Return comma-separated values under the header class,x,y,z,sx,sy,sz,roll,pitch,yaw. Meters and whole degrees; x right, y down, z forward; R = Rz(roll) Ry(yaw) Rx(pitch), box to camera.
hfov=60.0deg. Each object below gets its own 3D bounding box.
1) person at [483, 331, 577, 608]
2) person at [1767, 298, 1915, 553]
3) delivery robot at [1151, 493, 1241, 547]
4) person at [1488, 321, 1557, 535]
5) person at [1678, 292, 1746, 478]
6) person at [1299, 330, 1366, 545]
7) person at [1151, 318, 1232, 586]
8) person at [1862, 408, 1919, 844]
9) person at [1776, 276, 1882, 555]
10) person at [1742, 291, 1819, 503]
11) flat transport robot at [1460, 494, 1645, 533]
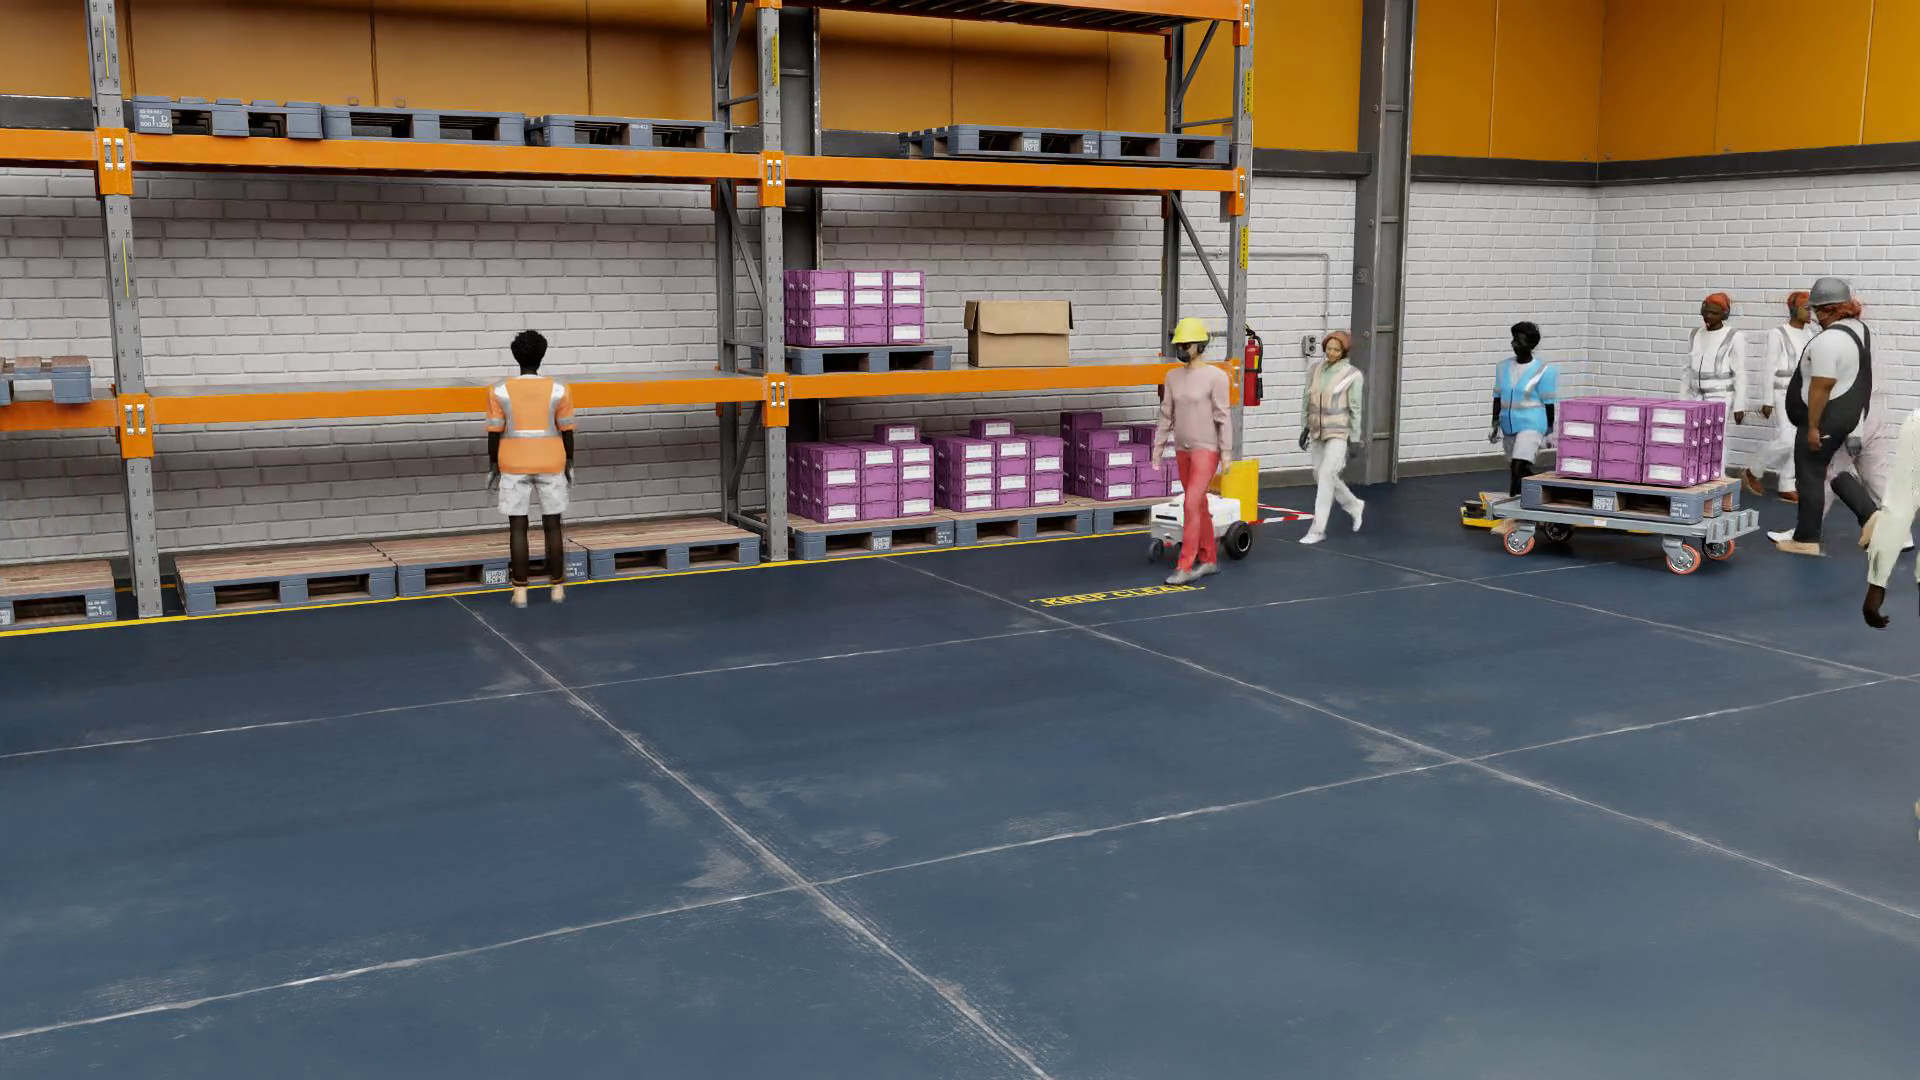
class,x,y,z,sx,sy,sz,roll,pitch,yaw
person,-2.635,-0.429,10.200,0.580,1.694,0.371,-3,10,-18
person,6.461,-0.815,12.031,0.958,1.861,0.677,7,12,37
delivery robot,1.662,-0.166,11.720,0.477,0.478,0.707,9,13,43
person,4.464,-0.891,13.038,0.823,1.664,0.521,-6,11,-32
person,6.520,-1.194,14.299,0.553,1.859,0.611,-4,10,-21
person,2.847,-0.783,12.536,0.679,1.609,0.531,-7,11,-35
person,1.478,-0.573,10.887,0.772,1.734,0.546,-7,12,-38
person,3.526,0.126,5.898,0.654,1.971,0.704,0,9,-2
person,6.242,-0.886,11.876,0.692,2.000,0.677,-7,11,-36
person,7.275,-1.246,14.618,0.583,1.871,0.472,-5,11,-28
flat transport robot,4.744,-0.228,13.244,1.431,0.197,0.652,2,10,14
